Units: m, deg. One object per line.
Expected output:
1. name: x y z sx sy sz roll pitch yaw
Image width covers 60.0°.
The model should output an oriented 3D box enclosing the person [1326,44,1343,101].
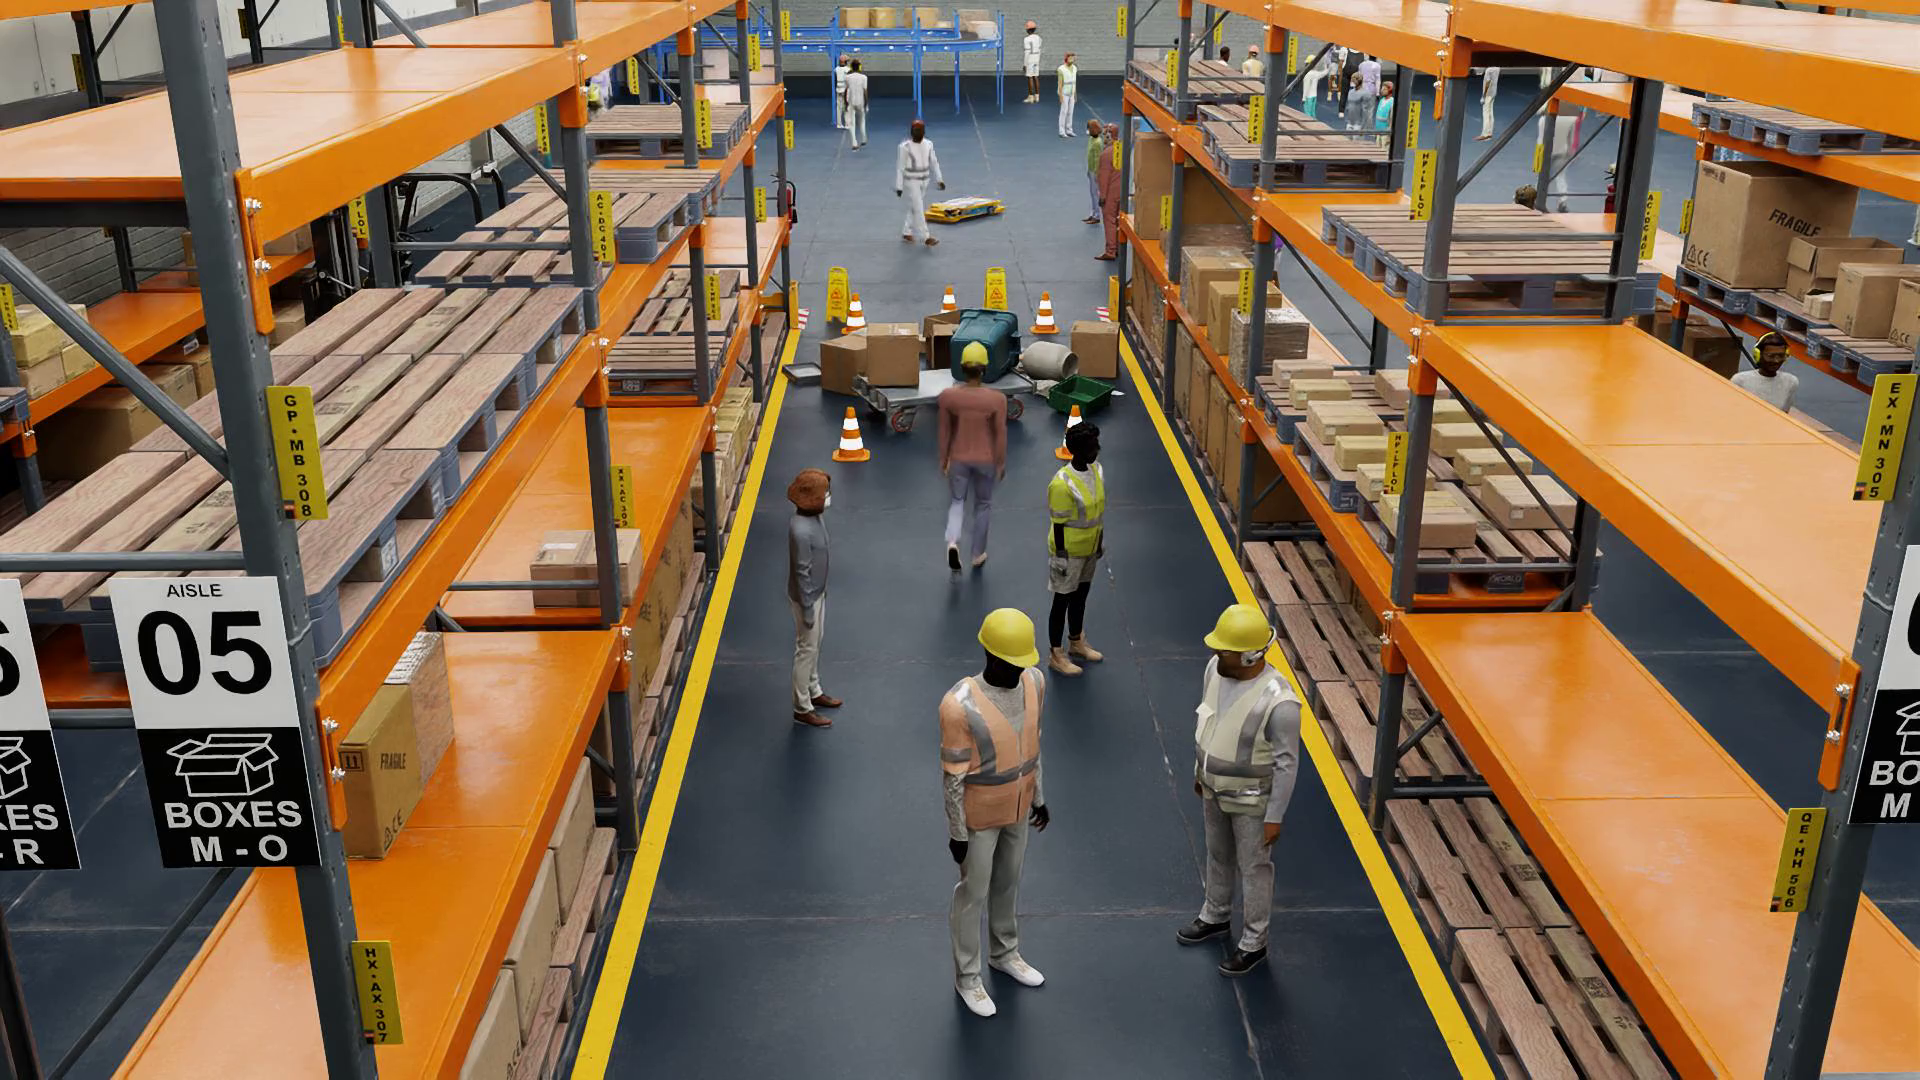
1. person: 9.858 -12.467 43.305 0.616 2.039 0.387 0 21 -1

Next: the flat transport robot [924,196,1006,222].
1. flat transport robot: 0.059 -5.409 27.110 0.652 0.197 1.431 16 26 36

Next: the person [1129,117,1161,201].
1. person: 3.110 -6.703 28.350 0.622 1.845 0.430 -5 21 -14

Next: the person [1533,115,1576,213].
1. person: 9.784 -6.346 27.336 0.639 1.904 0.976 -1 21 -2

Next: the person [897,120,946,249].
1. person: -0.571 -5.236 24.487 0.579 1.821 1.019 -18 27 -39

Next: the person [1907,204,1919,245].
1. person: 14.425 -5.246 24.649 0.486 1.738 0.322 3 21 9

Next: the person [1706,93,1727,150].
1. person: 15.598 -8.920 34.410 0.541 1.696 0.316 -5 21 -13

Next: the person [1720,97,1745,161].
1. person: 15.282 -8.358 32.639 0.389 1.910 0.583 -16 26 -36

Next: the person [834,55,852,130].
1. person: -2.642 -10.177 37.811 0.517 1.639 0.313 17 26 37

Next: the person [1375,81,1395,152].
1. person: 7.653 -7.309 29.938 0.389 1.850 0.566 -4 21 -11

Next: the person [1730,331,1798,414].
1. person: 5.831 -0.616 12.221 0.524 1.871 0.325 -1 21 -2

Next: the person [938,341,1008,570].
1. person: 0.085 -0.585 12.314 0.523 1.753 0.531 4 21 10

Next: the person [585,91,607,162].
1. person: -6.491 -7.215 29.903 0.499 1.706 0.861 3 21 8

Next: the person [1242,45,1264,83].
1. person: 6.511 -10.070 37.182 0.589 1.887 0.550 -9 22 -22

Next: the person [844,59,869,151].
1. person: -2.143 -9.052 34.576 0.555 1.821 0.947 2 21 6

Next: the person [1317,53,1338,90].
1. person: 10.209 -13.417 46.077 0.740 1.857 0.628 8 22 20

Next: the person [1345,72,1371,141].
1. person: 7.335 -7.679 30.813 0.374 1.930 0.635 -7 22 -19

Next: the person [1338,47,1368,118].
1. person: 9.425 -11.163 39.859 0.684 2.000 0.538 -1 21 -3

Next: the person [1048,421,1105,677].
1. person: 0.750 0.044 10.721 0.320 1.693 0.534 15 25 34

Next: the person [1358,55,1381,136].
1. person: 9.025 -9.891 36.657 0.399 1.921 0.629 -16 26 -36

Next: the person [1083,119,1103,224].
1. person: 2.121 -5.830 26.342 0.288 1.629 0.501 -3 21 -8

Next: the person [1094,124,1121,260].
1. person: 2.136 -4.943 23.628 0.395 1.898 0.639 11 24 28

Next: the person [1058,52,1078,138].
1. person: 2.334 -9.722 36.347 0.408 1.831 0.574 17 27 38

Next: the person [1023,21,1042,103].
1. person: 1.835 -12.349 42.995 0.395 2.040 0.609 17 27 38

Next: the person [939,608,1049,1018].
1. person: 0.174 1.185 7.393 0.585 1.919 0.374 -19 28 -41

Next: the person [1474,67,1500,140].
1. person: 11.421 -9.601 35.970 0.329 1.872 0.508 18 27 39

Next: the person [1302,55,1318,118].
1. person: 7.598 -9.638 36.208 0.302 1.772 0.530 14 25 33

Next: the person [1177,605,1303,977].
1. person: 1.271 1.137 7.643 0.403 1.827 0.599 -12 24 -28

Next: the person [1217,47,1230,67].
1. person: 5.748 -9.928 36.790 0.401 1.906 0.598 -5 21 -12

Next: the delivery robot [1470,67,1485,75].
1. delivery robot: 15.395 -14.171 49.746 0.477 0.478 0.707 -7 22 -17

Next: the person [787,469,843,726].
1. person: -0.891 0.340 10.036 0.295 1.623 0.507 2 21 5

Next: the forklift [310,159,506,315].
1. forklift: -5.622 -2.910 17.832 2.313 2.155 1.214 -1 21 -1
